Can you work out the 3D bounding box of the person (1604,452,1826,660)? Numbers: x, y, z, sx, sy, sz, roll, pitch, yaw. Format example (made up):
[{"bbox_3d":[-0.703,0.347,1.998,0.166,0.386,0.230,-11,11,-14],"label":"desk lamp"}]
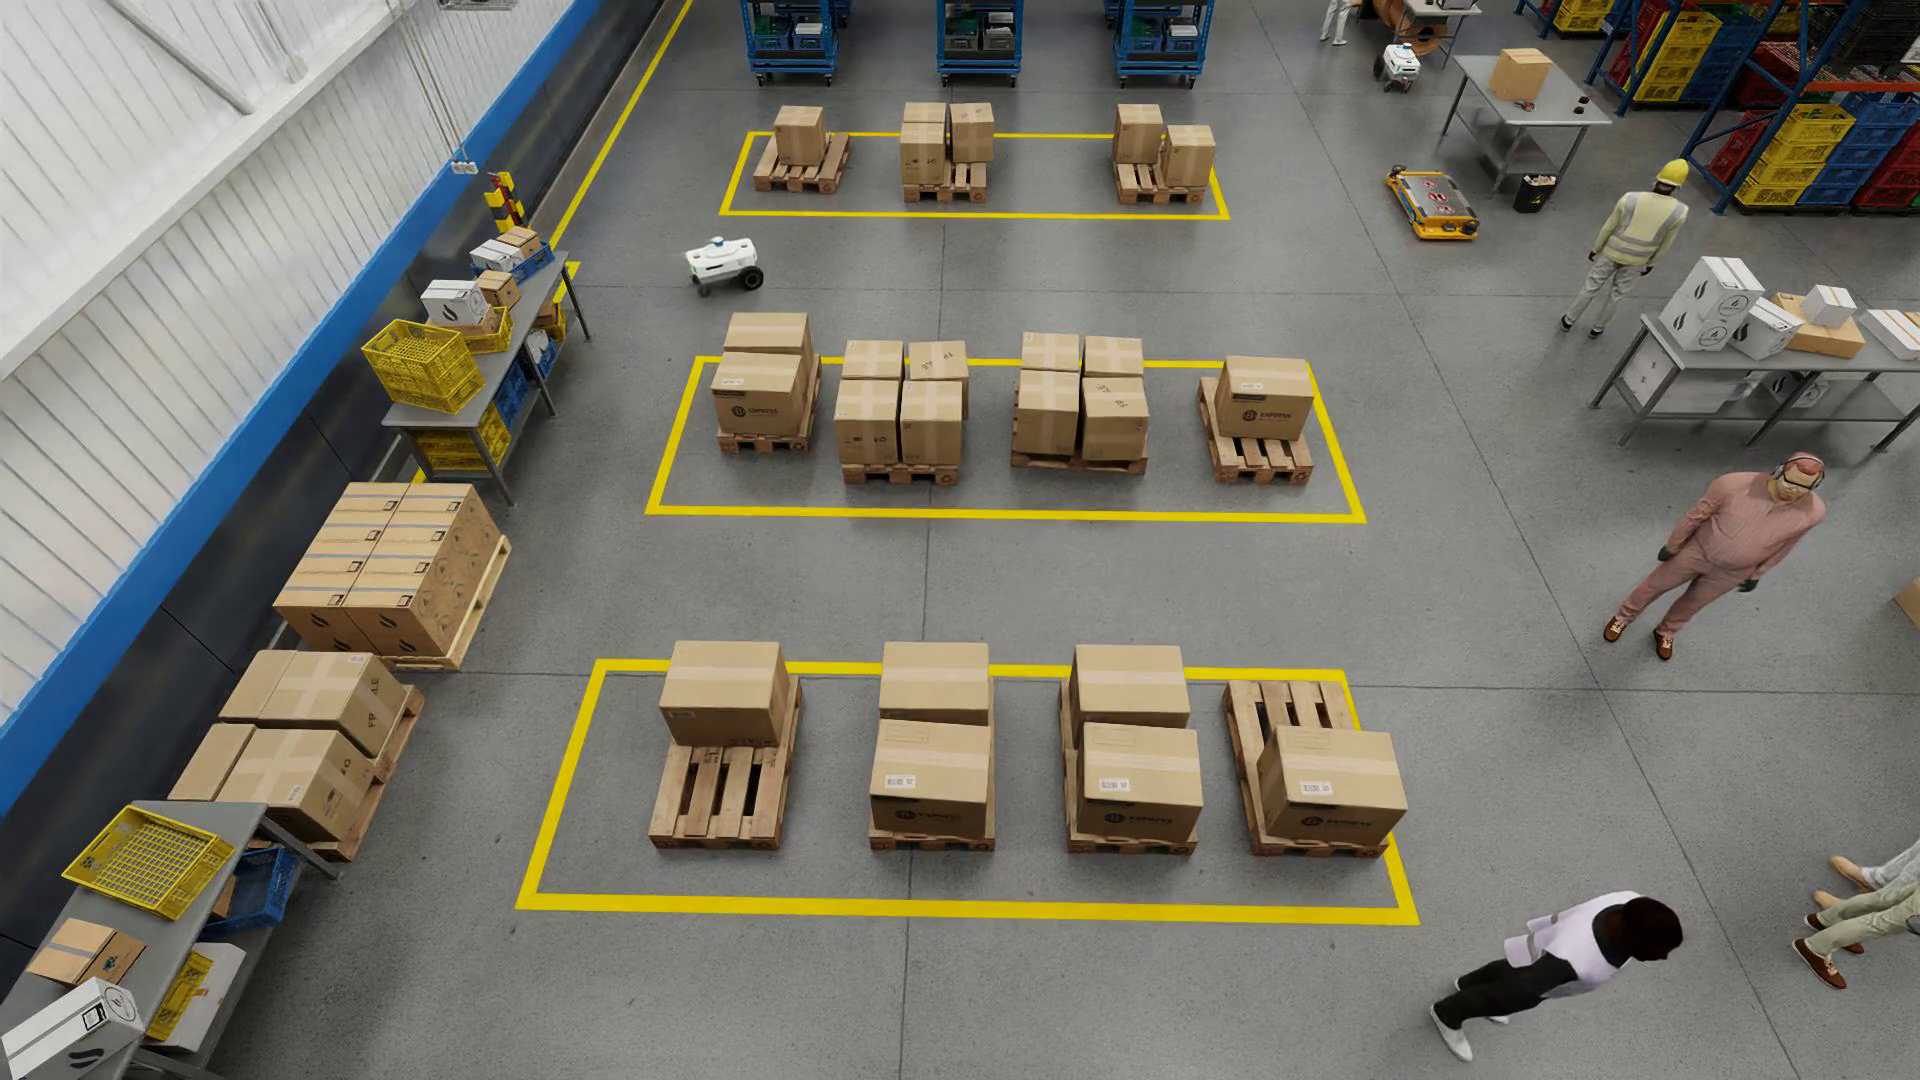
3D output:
[{"bbox_3d":[5.223,0.130,6.329,0.641,1.909,0.409,21,52,17],"label":"person"}]

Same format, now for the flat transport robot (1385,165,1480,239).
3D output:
[{"bbox_3d":[5.692,-4.094,11.059,0.652,0.197,1.431,1,49,1],"label":"flat transport robot"}]

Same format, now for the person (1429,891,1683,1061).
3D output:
[{"bbox_3d":[2.917,2.145,4.583,0.599,1.912,0.386,-25,54,-20],"label":"person"}]

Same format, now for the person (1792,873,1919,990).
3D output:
[{"bbox_3d":[5.242,1.864,4.853,0.535,1.868,0.309,-31,56,-24],"label":"person"}]

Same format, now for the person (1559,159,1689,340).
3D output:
[{"bbox_3d":[6.484,-2.798,8.915,0.597,1.828,0.403,25,54,20],"label":"person"}]

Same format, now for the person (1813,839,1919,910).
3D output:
[{"bbox_3d":[5.549,1.652,5.056,0.624,1.840,0.430,-32,56,-24],"label":"person"}]

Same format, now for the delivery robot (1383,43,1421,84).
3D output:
[{"bbox_3d":[6.386,-6.916,13.255,0.477,0.478,0.707,2,49,1],"label":"delivery robot"}]

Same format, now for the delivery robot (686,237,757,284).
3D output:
[{"bbox_3d":[-2.567,-3.031,9.893,0.707,0.478,0.477,-18,52,-15],"label":"delivery robot"}]

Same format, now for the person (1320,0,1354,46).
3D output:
[{"bbox_3d":[5.874,-8.425,13.905,0.309,1.645,0.514,-29,55,-23],"label":"person"}]

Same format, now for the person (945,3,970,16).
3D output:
[{"bbox_3d":[-0.021,-8.366,13.625,0.612,1.995,0.388,3,49,3],"label":"person"}]
